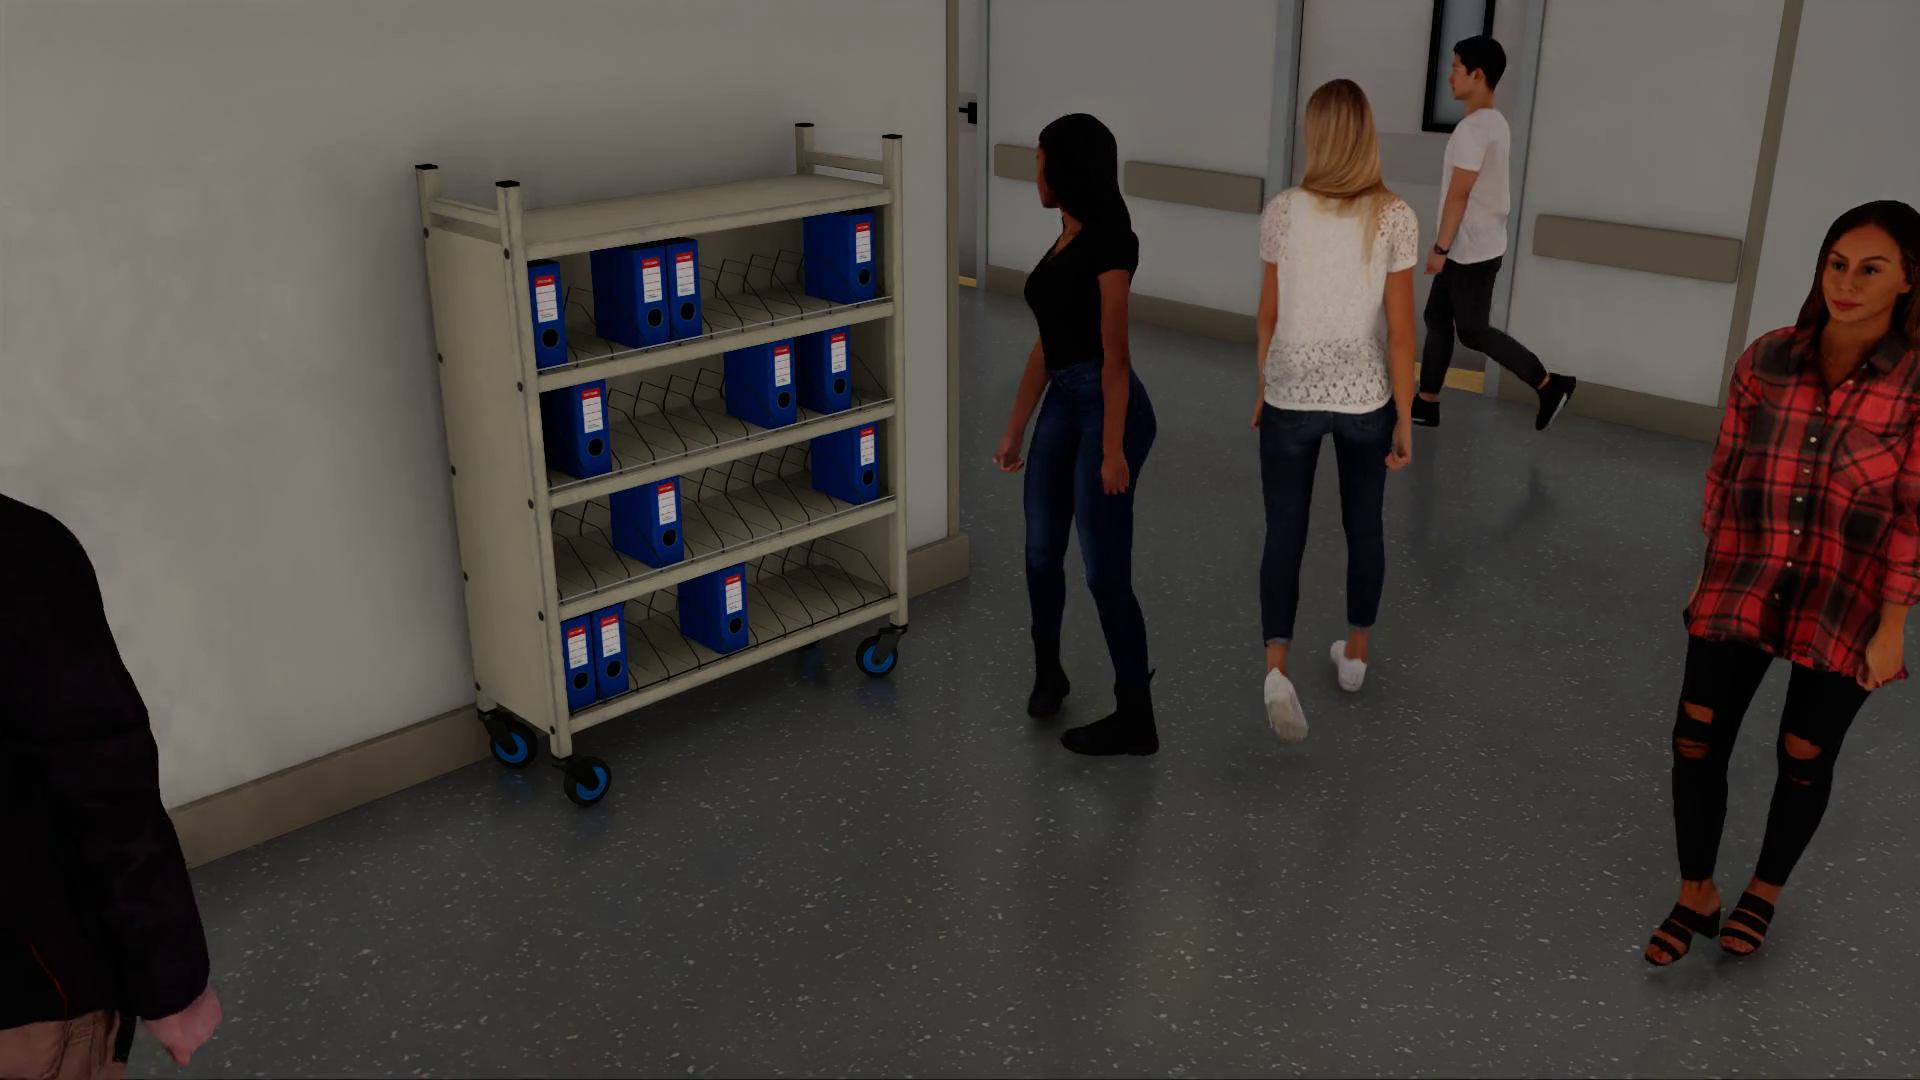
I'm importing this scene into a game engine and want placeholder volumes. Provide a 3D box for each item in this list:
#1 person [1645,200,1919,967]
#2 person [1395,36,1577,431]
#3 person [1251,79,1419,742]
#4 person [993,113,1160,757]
[{"bbox_3d":[1.817,0.123,3.542,0.631,1.688,0.671,18,27,40],"label":"person"},{"bbox_3d":[2.277,-1.250,7.119,0.949,1.692,1.080,7,22,19],"label":"person"},{"bbox_3d":[0.990,-0.312,4.555,0.981,1.784,1.109,4,21,11],"label":"person"},{"bbox_3d":[0.363,-0.287,4.614,0.749,1.695,0.788,-13,25,-31],"label":"person"}]
